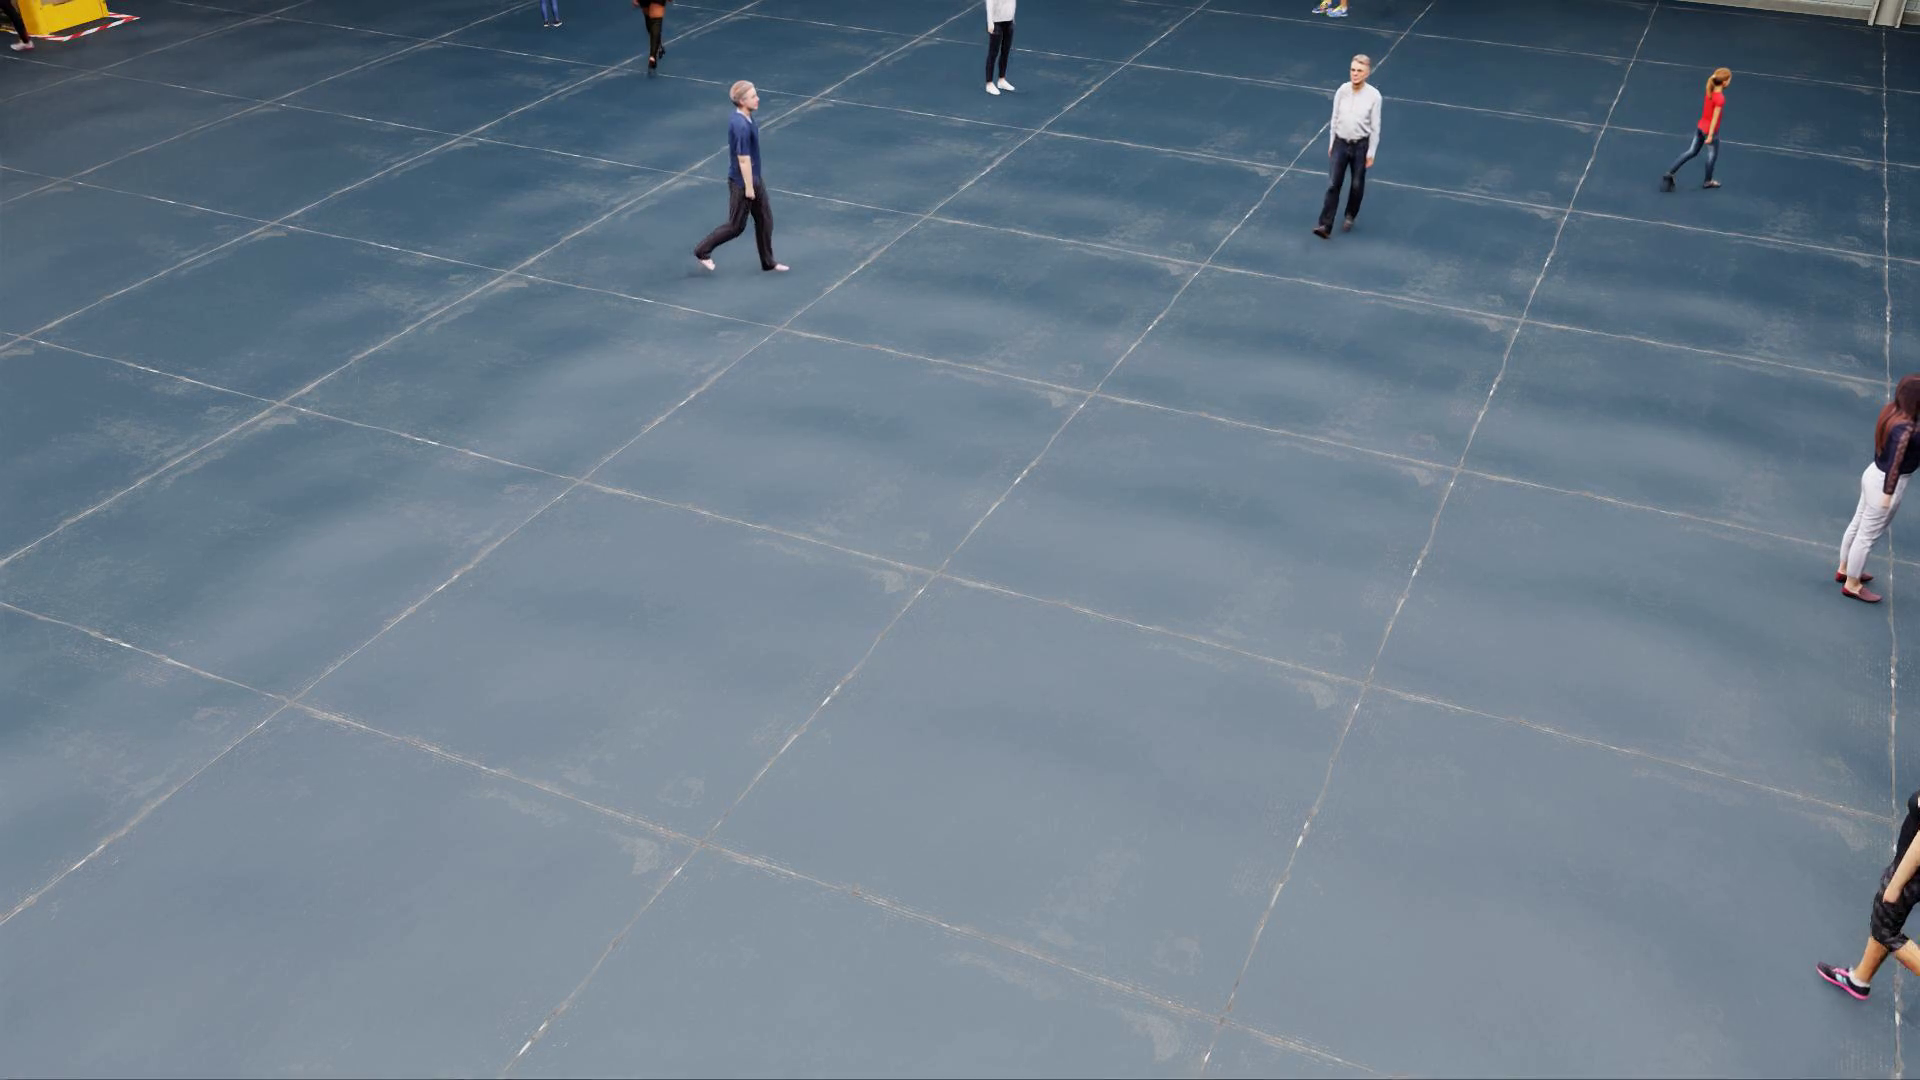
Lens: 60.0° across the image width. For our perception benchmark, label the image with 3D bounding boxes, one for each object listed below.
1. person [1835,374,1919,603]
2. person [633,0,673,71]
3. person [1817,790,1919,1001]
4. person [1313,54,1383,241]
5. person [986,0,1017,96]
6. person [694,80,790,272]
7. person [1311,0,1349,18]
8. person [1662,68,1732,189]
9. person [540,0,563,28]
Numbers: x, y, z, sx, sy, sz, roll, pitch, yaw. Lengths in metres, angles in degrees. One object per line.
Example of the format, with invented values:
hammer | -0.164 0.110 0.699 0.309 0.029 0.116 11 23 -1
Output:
person | 6.100 -0.360 10.954 0.568 1.607 0.619 9 33 15
person | -3.910 -6.848 21.048 1.215 1.810 0.982 3 32 4
person | 4.554 1.596 7.753 0.806 1.713 0.985 -23 39 -32
person | 3.899 -3.886 16.383 1.080 1.778 0.784 16 36 24
person | 0.499 -6.341 20.347 0.648 1.701 0.681 26 41 35
person | -2.086 -3.321 15.429 1.215 1.840 0.962 1 32 2
person | 5.385 -8.248 23.240 0.883 1.839 0.820 -4 32 -6
person | 7.793 -4.302 17.502 0.950 1.288 0.780 -5 33 -7
person | -5.748 -7.713 23.075 0.501 1.110 0.579 -1 32 -2
